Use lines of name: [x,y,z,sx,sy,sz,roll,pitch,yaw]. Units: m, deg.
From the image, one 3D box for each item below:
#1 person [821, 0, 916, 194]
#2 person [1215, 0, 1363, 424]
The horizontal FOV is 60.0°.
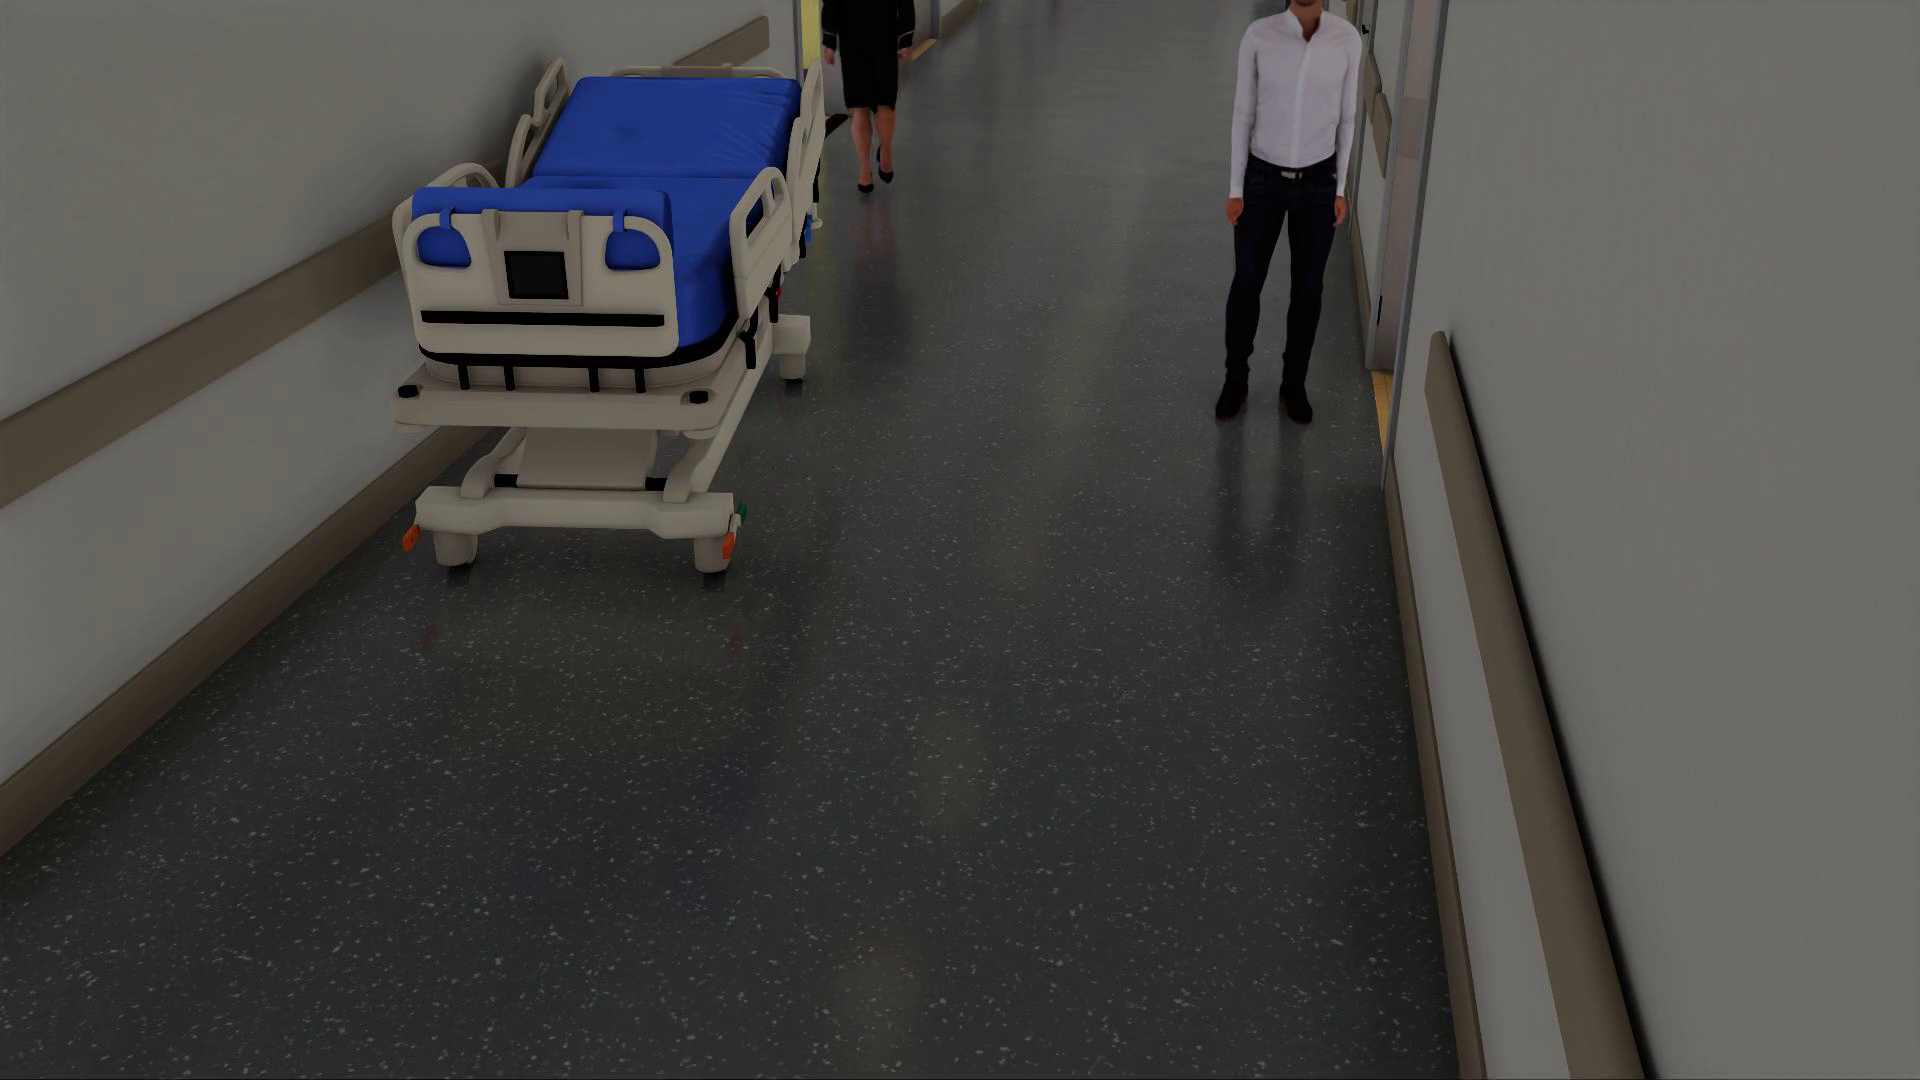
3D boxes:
person: [-0.536,-2.893,9.786,0.643,1.663,0.807,0,26,0]
person: [1.276,-1.393,6.440,0.511,1.868,0.686,3,26,6]
